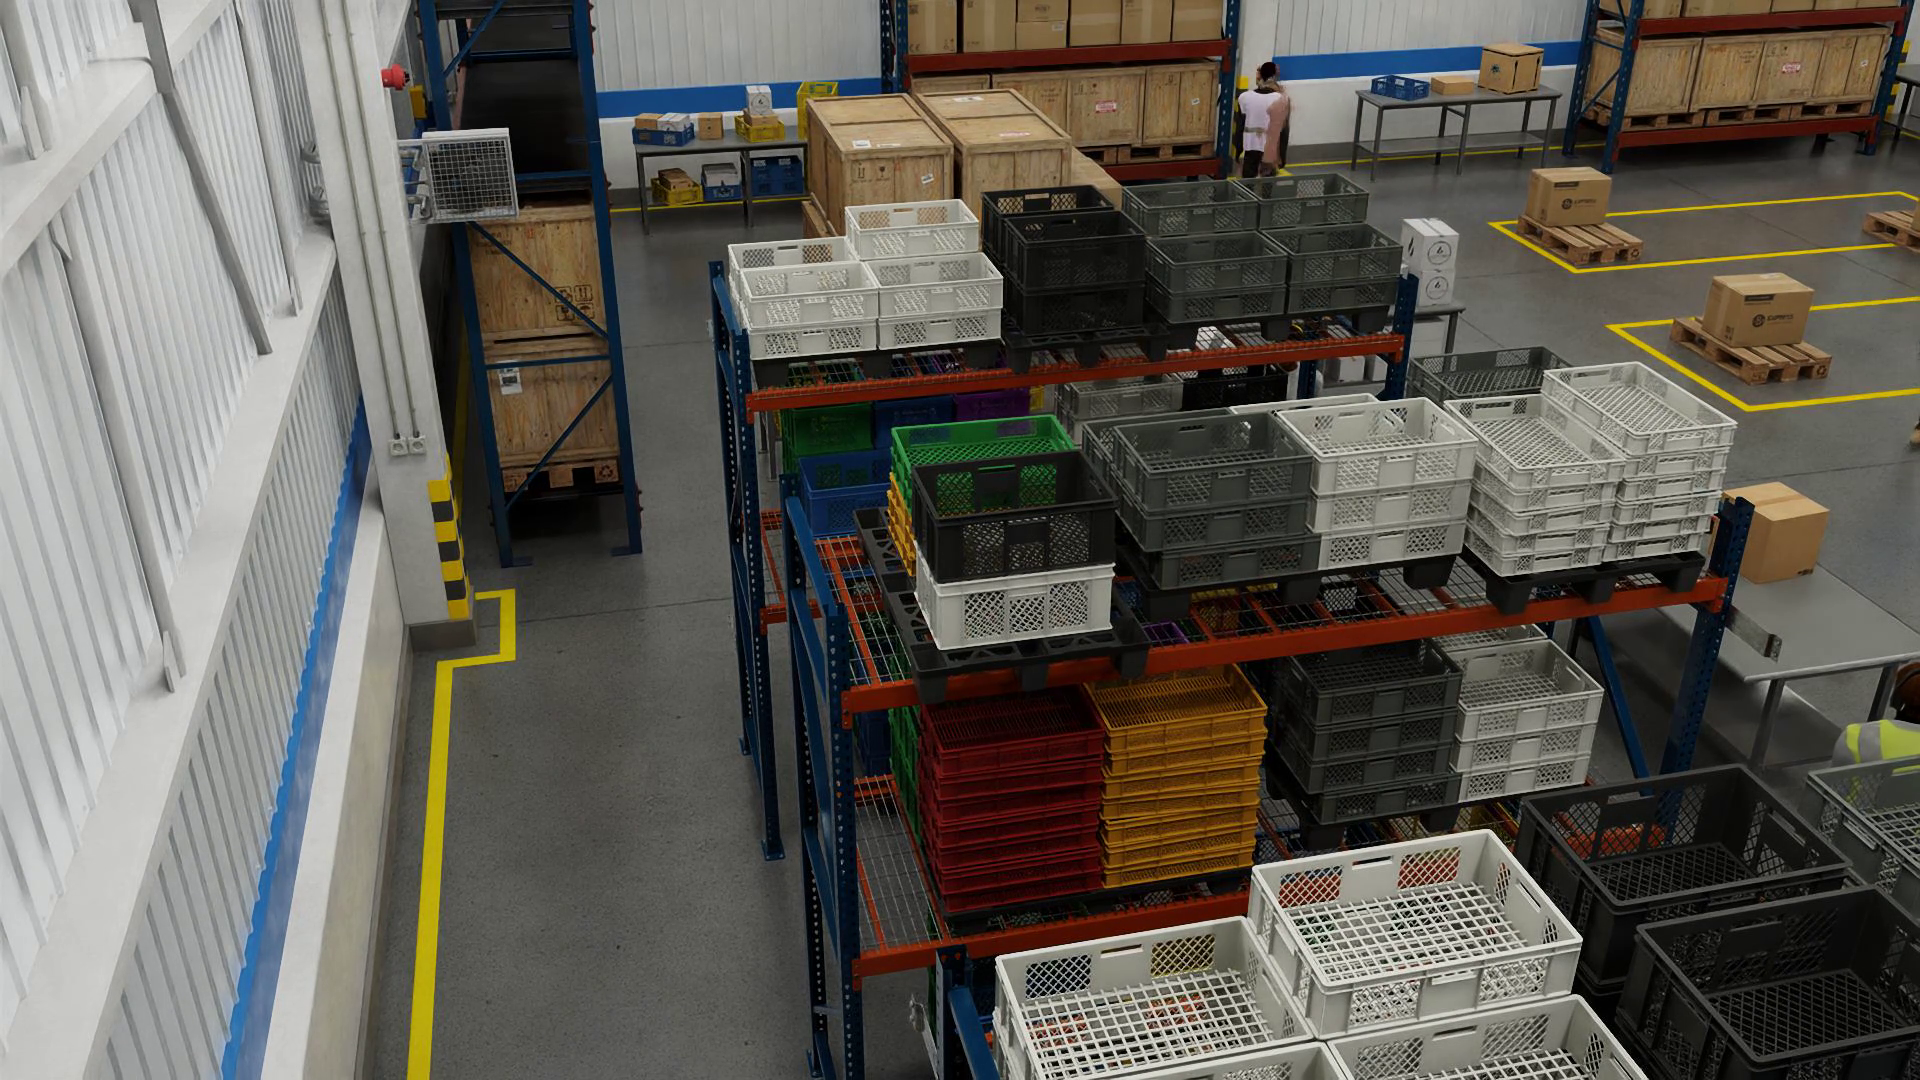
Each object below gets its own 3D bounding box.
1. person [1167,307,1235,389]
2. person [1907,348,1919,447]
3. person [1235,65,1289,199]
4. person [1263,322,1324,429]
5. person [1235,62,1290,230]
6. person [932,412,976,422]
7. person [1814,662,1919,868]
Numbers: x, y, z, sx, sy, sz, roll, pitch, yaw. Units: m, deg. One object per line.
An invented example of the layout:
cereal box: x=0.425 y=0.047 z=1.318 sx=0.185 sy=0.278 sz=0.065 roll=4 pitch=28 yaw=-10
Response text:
person: x=1.730 y=-0.975 z=12.162 sx=0.578 sy=1.875 sz=0.343 roll=22 pitch=35 yaw=36
person: x=8.129 y=-1.581 z=13.552 sx=0.893 sy=1.647 sz=0.538 roll=-17 pitch=32 yaw=-30
person: x=3.298 y=-4.322 z=18.493 sx=0.571 sy=1.882 sz=0.683 roll=-8 pitch=29 yaw=-15
person: x=2.209 y=-0.618 z=11.486 sx=0.521 sy=1.873 sz=0.336 roll=9 pitch=29 yaw=17
person: x=3.338 y=-4.323 z=18.466 sx=0.591 sy=1.918 sz=0.383 roll=12 pitch=30 yaw=21
person: x=-0.005 y=-0.125 z=10.479 sx=0.631 sy=1.940 sz=0.372 roll=19 pitch=33 yaw=31
person: x=4.260 y=1.390 z=7.722 sx=0.629 sy=1.837 sz=0.430 roll=5 pitch=28 yaw=10
